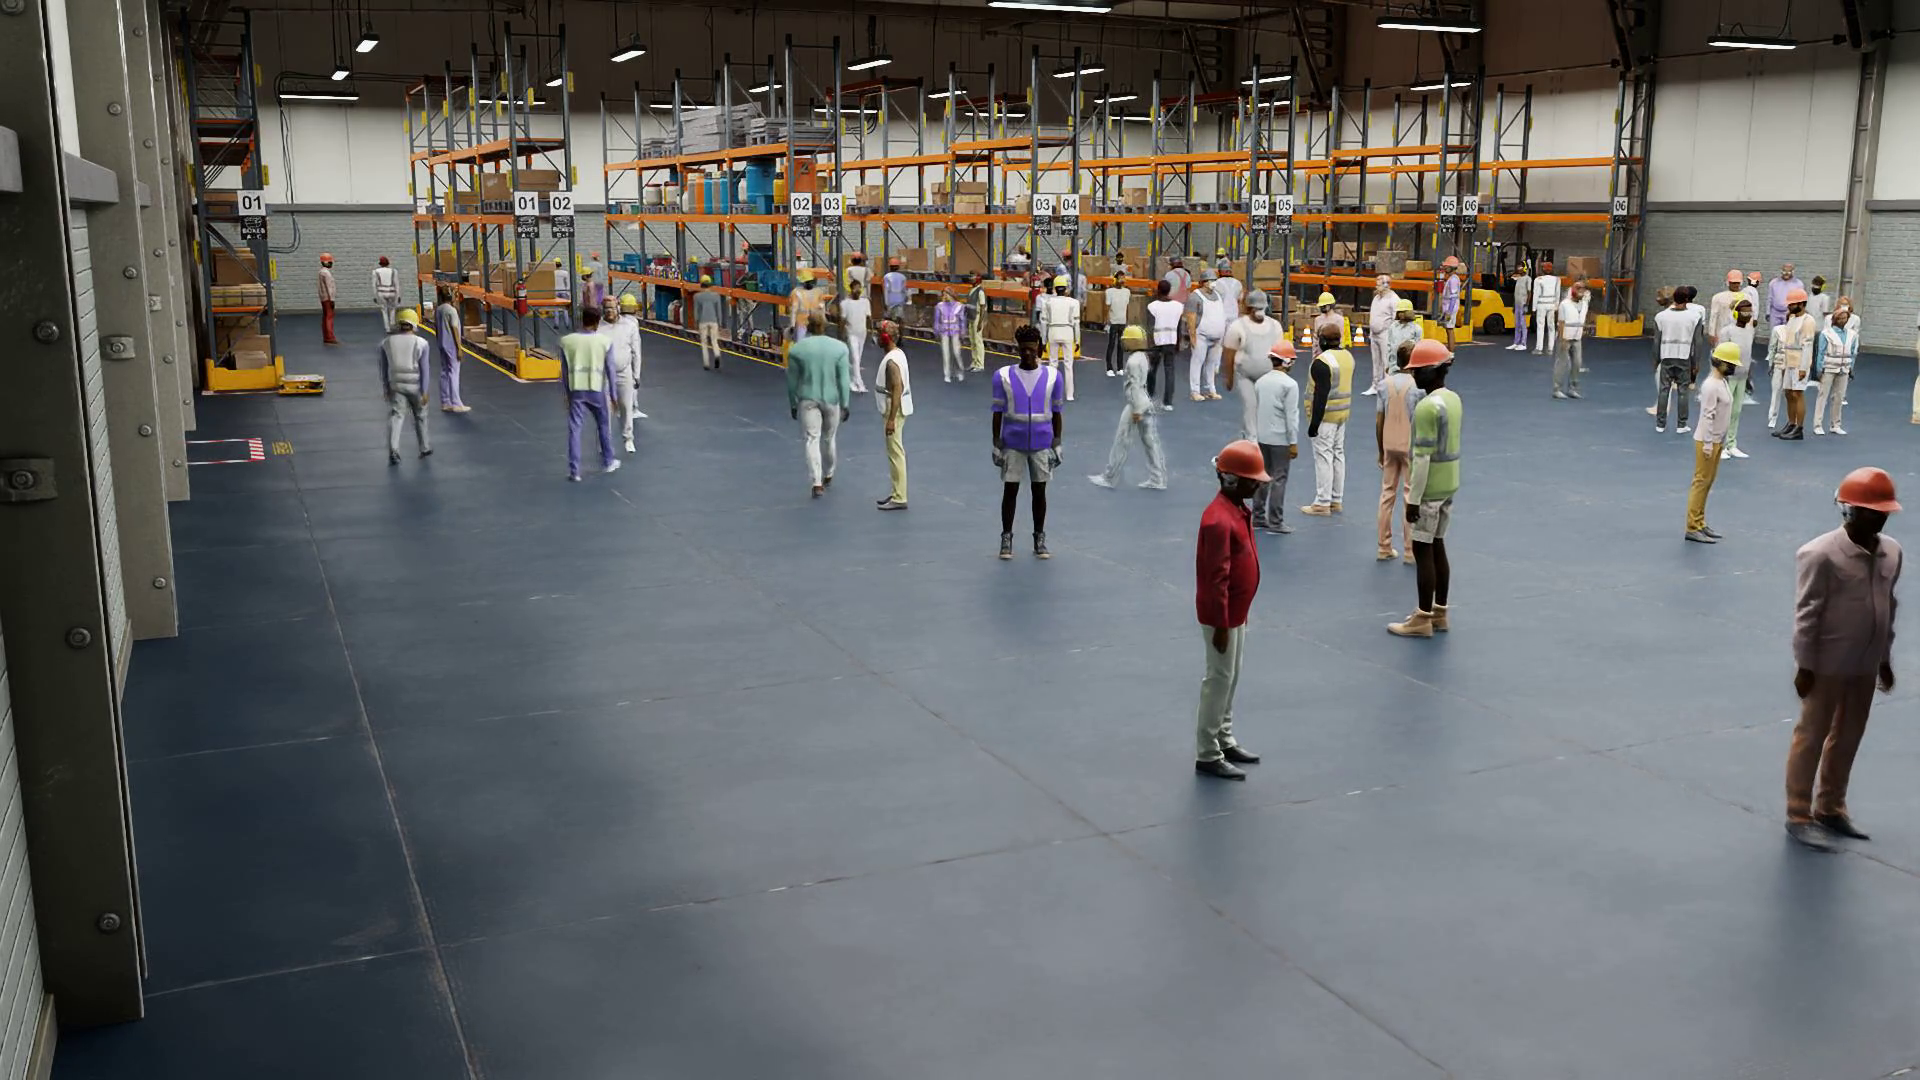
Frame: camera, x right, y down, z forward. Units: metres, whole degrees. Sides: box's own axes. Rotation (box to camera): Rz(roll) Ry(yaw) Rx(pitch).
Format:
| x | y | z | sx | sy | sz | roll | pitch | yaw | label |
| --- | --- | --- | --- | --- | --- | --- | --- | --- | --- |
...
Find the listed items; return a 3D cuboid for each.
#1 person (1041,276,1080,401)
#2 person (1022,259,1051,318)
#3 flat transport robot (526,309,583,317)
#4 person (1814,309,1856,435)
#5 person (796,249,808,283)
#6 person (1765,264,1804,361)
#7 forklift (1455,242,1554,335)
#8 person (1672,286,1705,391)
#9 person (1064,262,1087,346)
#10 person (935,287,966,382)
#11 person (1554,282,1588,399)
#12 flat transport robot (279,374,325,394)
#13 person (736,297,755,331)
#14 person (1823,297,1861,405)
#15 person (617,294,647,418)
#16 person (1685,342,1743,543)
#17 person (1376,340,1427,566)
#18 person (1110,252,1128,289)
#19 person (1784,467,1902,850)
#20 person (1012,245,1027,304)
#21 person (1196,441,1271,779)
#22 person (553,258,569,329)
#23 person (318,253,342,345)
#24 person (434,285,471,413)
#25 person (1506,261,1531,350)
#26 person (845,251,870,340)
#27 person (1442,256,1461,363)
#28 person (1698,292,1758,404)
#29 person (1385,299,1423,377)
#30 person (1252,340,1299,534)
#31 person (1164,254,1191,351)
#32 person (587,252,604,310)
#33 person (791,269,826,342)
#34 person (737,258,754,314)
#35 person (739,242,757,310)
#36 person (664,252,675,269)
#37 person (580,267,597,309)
| x | y | z | sx | sy | sz | roll | pitch | yaw | label |
| --- | --- | --- | --- | --- | --- | --- | --- | --- | --- |
| 1.539 | -3.083 | 25.520 | 0.590 | 1.918 | 0.396 | 1 | 11 | 7 | person |
| 1.642 | -5.101 | 35.813 | 0.639 | 1.902 | 0.407 | 1 | 11 | 7 | person |
| -11.252 | -6.332 | 46.224 | 0.652 | 0.197 | 1.431 | 11 | 15 | 43 | flat transport robot |
| 11.397 | -2.186 | 21.664 | 0.522 | 1.639 | 0.305 | -1 | 11 | -7 | person |
| -5.069 | -8.280 | 52.388 | 0.573 | 1.738 | 0.355 | -2 | 11 | -12 | person |
| 16.020 | -4.417 | 32.366 | 0.647 | 1.899 | 0.398 | 8 | 14 | 37 | person |
| 13.047 | -6.049 | 39.881 | 2.313 | 2.155 | 1.214 | -5 | 12 | -23 | forklift |
| 11.779 | -3.260 | 26.973 | 0.540 | 1.695 | 0.317 | 1 | 11 | 6 | person |
| 2.473 | -5.226 | 36.488 | 0.548 | 1.890 | 1.012 | -4 | 12 | -19 | person |
| -0.159 | -3.496 | 28.375 | 0.554 | 1.620 | 0.467 | 4 | 12 | 19 | person |
| 9.465 | -3.086 | 25.791 | 0.573 | 1.824 | 0.446 | -5 | 12 | -23 | person |
| -10.652 | -2.536 | 26.932 | 0.652 | 0.197 | 1.431 | -4 | 12 | -19 | flat transport robot |
| -5.221 | -5.880 | 40.442 | 0.514 | 1.639 | 0.309 | 2 | 11 | 12 | person |
| 13.250 | -2.841 | 25.035 | 0.534 | 1.626 | 0.289 | 3 | 11 | 13 | person |
| -4.675 | -2.597 | 23.493 | 0.492 | 1.740 | 0.325 | 8 | 14 | 35 | person |
| 6.637 | -0.857 | 14.615 | 0.337 | 1.757 | 0.532 | 8 | 14 | 34 | person |
| 3.650 | -0.713 | 13.655 | 0.506 | 1.846 | 0.346 | 11 | 15 | 43 | person |
| 4.117 | -6.504 | 43.035 | 0.535 | 1.864 | 0.312 | -3 | 11 | -13 | person |
| 4.038 | 0.532 | 7.567 | 0.569 | 1.751 | 0.342 | -4 | 12 | -19 | person |
| 1.990 | -8.341 | 52.369 | 0.615 | 1.860 | 0.740 | -6 | 12 | -26 | person |
| 1.391 | 0.353 | 8.514 | 0.355 | 1.738 | 0.574 | 4 | 12 | 20 | person |
| -10.010 | -6.152 | 41.494 | 0.529 | 1.767 | 0.329 | -5 | 12 | -23 | person |
| -13.833 | -5.270 | 36.431 | 0.384 | 1.993 | 0.623 | -8 | 14 | -36 | person |
| -7.384 | -2.768 | 24.100 | 0.505 | 1.846 | 0.346 | 9 | 14 | 39 | person |
| 11.820 | -4.941 | 35.080 | 0.328 | 1.872 | 0.514 | -3 | 11 | -14 | person |
| -2.304 | -5.458 | 37.304 | 0.622 | 2.025 | 0.478 | -3 | 12 | -15 | person |
| 9.434 | -4.440 | 32.079 | 0.370 | 2.048 | 0.608 | 3 | 11 | 13 | person |
| 11.656 | -2.897 | 25.181 | 0.834 | 1.691 | 0.544 | 3 | 12 | 17 | person |
| 5.856 | -2.311 | 22.034 | 0.483 | 1.745 | 0.301 | 9 | 14 | 39 | person |
| 2.881 | -0.931 | 15.032 | 0.352 | 1.743 | 0.558 | -5 | 12 | -24 | person |
| 4.463 | -4.953 | 34.701 | 0.685 | 2.000 | 0.535 | -9 | 14 | -38 | person |
| -10.819 | -7.664 | 49.273 | 0.575 | 1.731 | 0.636 | 5 | 12 | 23 | person |
| -2.654 | -3.821 | 29.278 | 0.636 | 1.902 | 0.506 | -5 | 12 | -22 | person |
| -6.160 | -7.299 | 47.744 | 0.578 | 1.581 | 0.765 | 6 | 13 | 28 | person |
| -6.306 | -7.847 | 49.457 | 0.612 | 2.029 | 0.410 | 3 | 12 | 17 | person |
| -8.416 | -7.458 | 48.141 | 0.526 | 1.765 | 0.330 | 9 | 14 | 38 | person |
| -7.750 | -4.814 | 34.720 | 0.335 | 1.761 | 0.521 | -5 | 12 | -22 | person |
